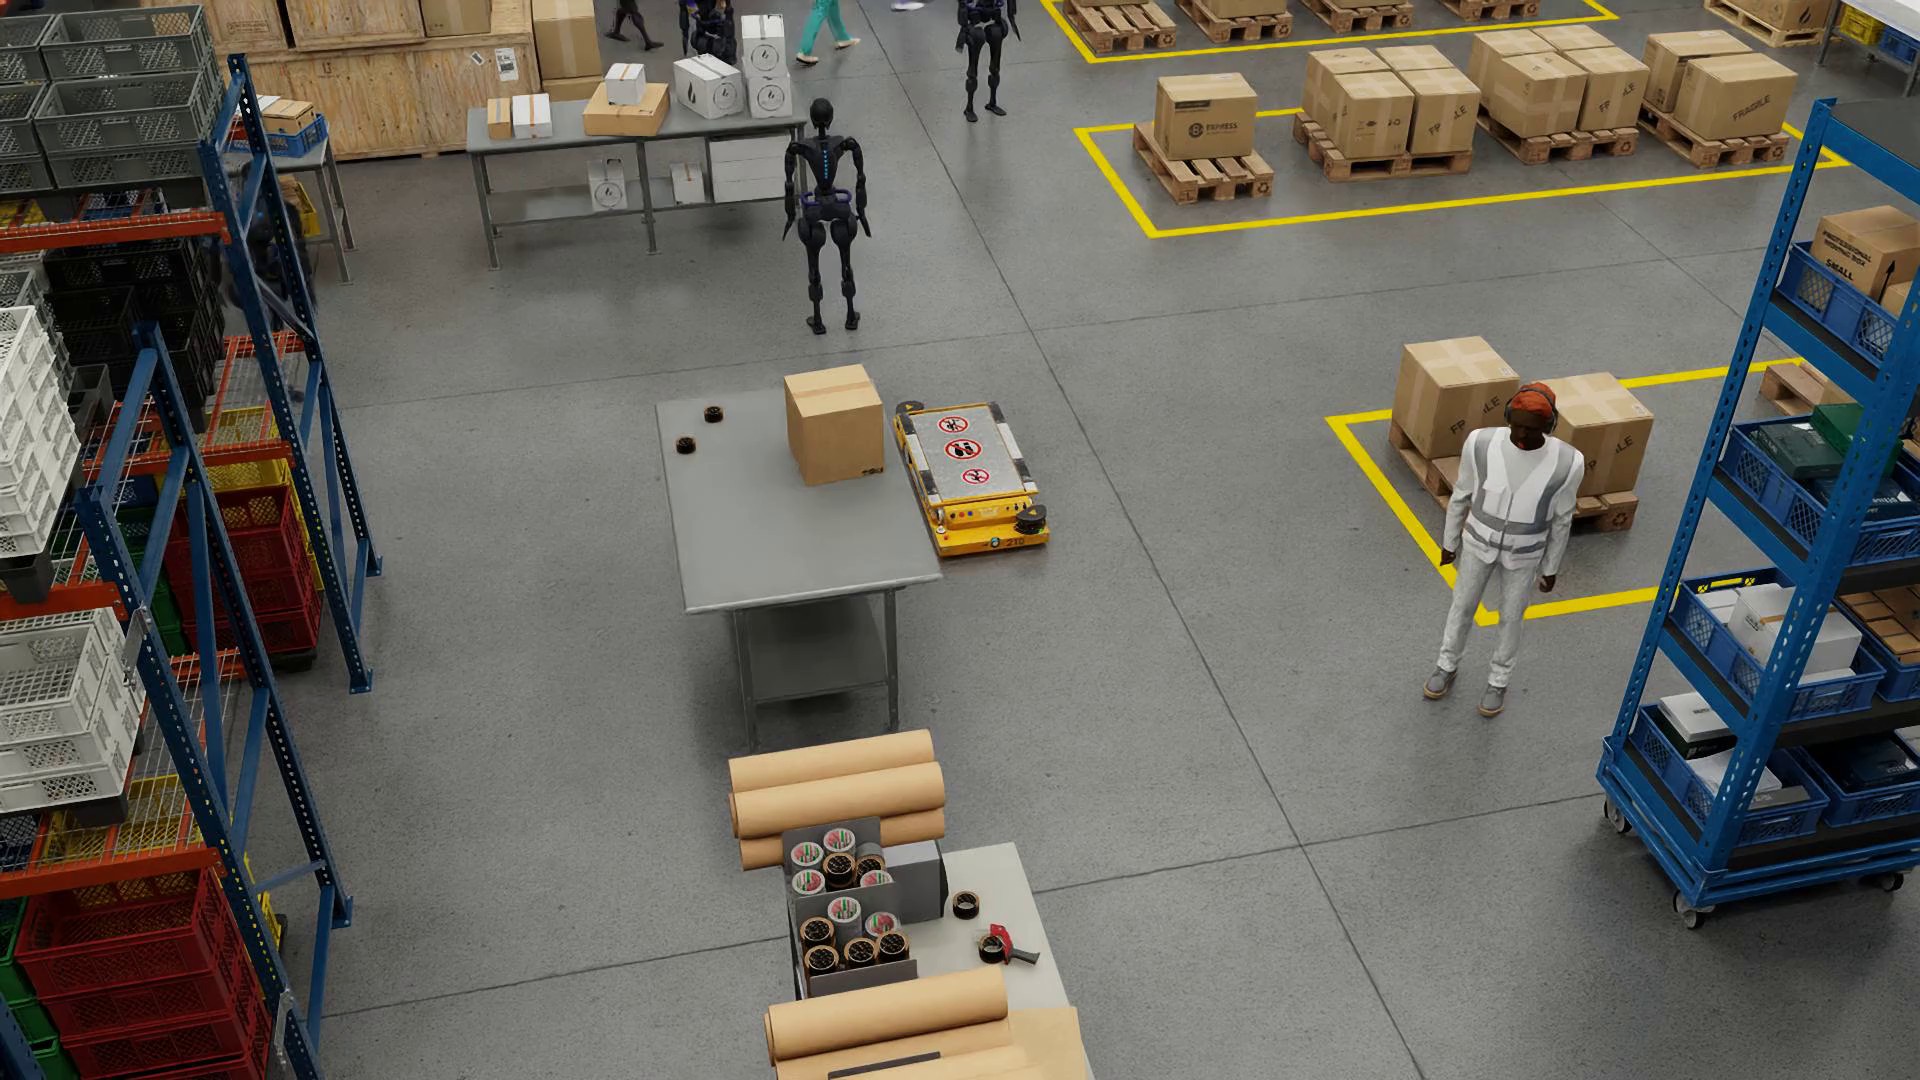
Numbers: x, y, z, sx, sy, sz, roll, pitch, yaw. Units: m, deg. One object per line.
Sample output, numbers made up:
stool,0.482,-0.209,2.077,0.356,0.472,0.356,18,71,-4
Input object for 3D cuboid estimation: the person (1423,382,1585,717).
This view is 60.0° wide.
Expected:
person,2.649,0.045,8.145,0.575,1.882,0.341,16,39,20

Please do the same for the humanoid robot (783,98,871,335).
humanoid robot,-0.912,-2.205,11.326,0.609,1.657,0.311,-8,37,-10

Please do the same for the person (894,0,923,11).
person,-0.384,-6.255,16.600,0.702,1.885,0.606,-15,39,-19

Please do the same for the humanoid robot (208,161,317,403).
humanoid robot,-4.467,-1.636,10.609,0.645,1.619,0.712,-28,45,-33

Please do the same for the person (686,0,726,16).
person,-2.646,-6.277,16.507,0.687,2.000,0.536,-22,42,-27

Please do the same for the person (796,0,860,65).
person,-1.272,-5.330,15.520,0.535,1.740,0.900,30,46,34

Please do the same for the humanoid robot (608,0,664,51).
humanoid robot,-3.170,-5.483,15.784,0.767,1.627,0.612,18,40,23

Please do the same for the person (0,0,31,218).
person,-6.981,-3.117,12.299,0.611,1.994,0.377,20,41,24

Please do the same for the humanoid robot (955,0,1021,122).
humanoid robot,0.230,-4.461,14.355,0.609,1.661,0.314,-18,40,-23

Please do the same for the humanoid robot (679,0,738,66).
humanoid robot,-2.123,-4.283,14.129,0.585,1.654,0.338,19,41,23

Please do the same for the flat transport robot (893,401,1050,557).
flat transport robot,0.046,-0.430,10.108,0.652,0.197,1.431,-8,37,-10
